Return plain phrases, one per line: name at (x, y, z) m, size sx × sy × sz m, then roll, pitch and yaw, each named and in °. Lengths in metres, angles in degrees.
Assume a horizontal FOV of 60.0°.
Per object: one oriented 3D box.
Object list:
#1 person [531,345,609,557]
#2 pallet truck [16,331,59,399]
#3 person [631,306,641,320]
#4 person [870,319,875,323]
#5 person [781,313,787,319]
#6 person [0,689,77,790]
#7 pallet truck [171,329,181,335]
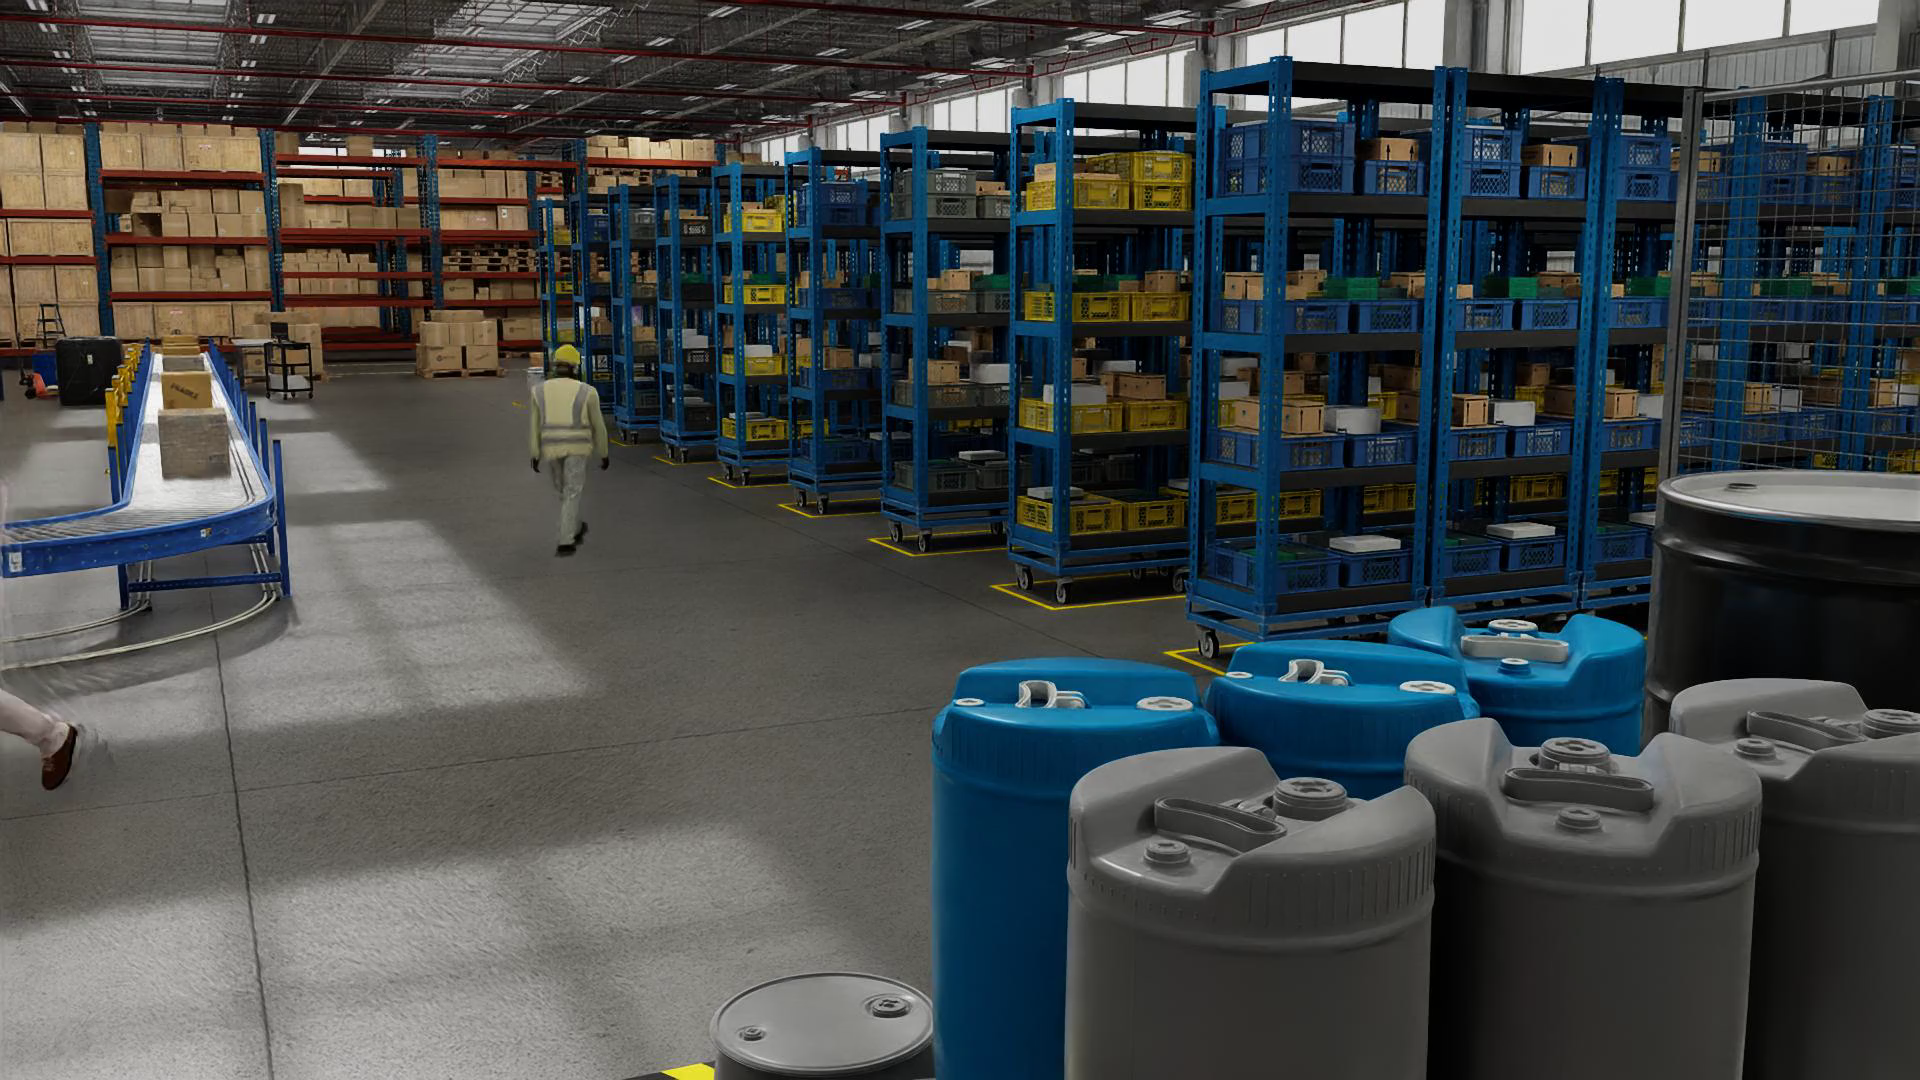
person at (-3.335, -0.782, 14.329) m, size 0.622 × 1.778 × 0.934 m, roll 1°, pitch 9°, yaw 8°
pallet truck at (-17.082, -3.353, 31.781) m, size 1.630 × 1.274 × 0.653 m, roll -4°, pitch 10°, yaw -25°
person at (-8.900, -5.925, 45.862) m, size 0.798 × 1.913 × 0.549 m, roll -5°, pitch 10°, yaw -28°
person at (-2.589, -6.901, 51.861) m, size 0.643 × 1.926 × 0.543 m, roll -3°, pitch 10°, yaw -19°
person at (-4.669, -5.982, 45.935) m, size 0.613 × 1.995 × 0.390 m, roll -5°, pitch 10°, yaw -29°
person at (-4.414, 0.297, 7.336) m, size 0.647 × 1.889 × 0.763 m, roll 5°, pitch 10°, yaw 27°
pallet truck at (-17.275, -3.851, 35.096) m, size 1.601 × 1.201 × 0.680 m, roll 0°, pitch 9°, yaw 1°
